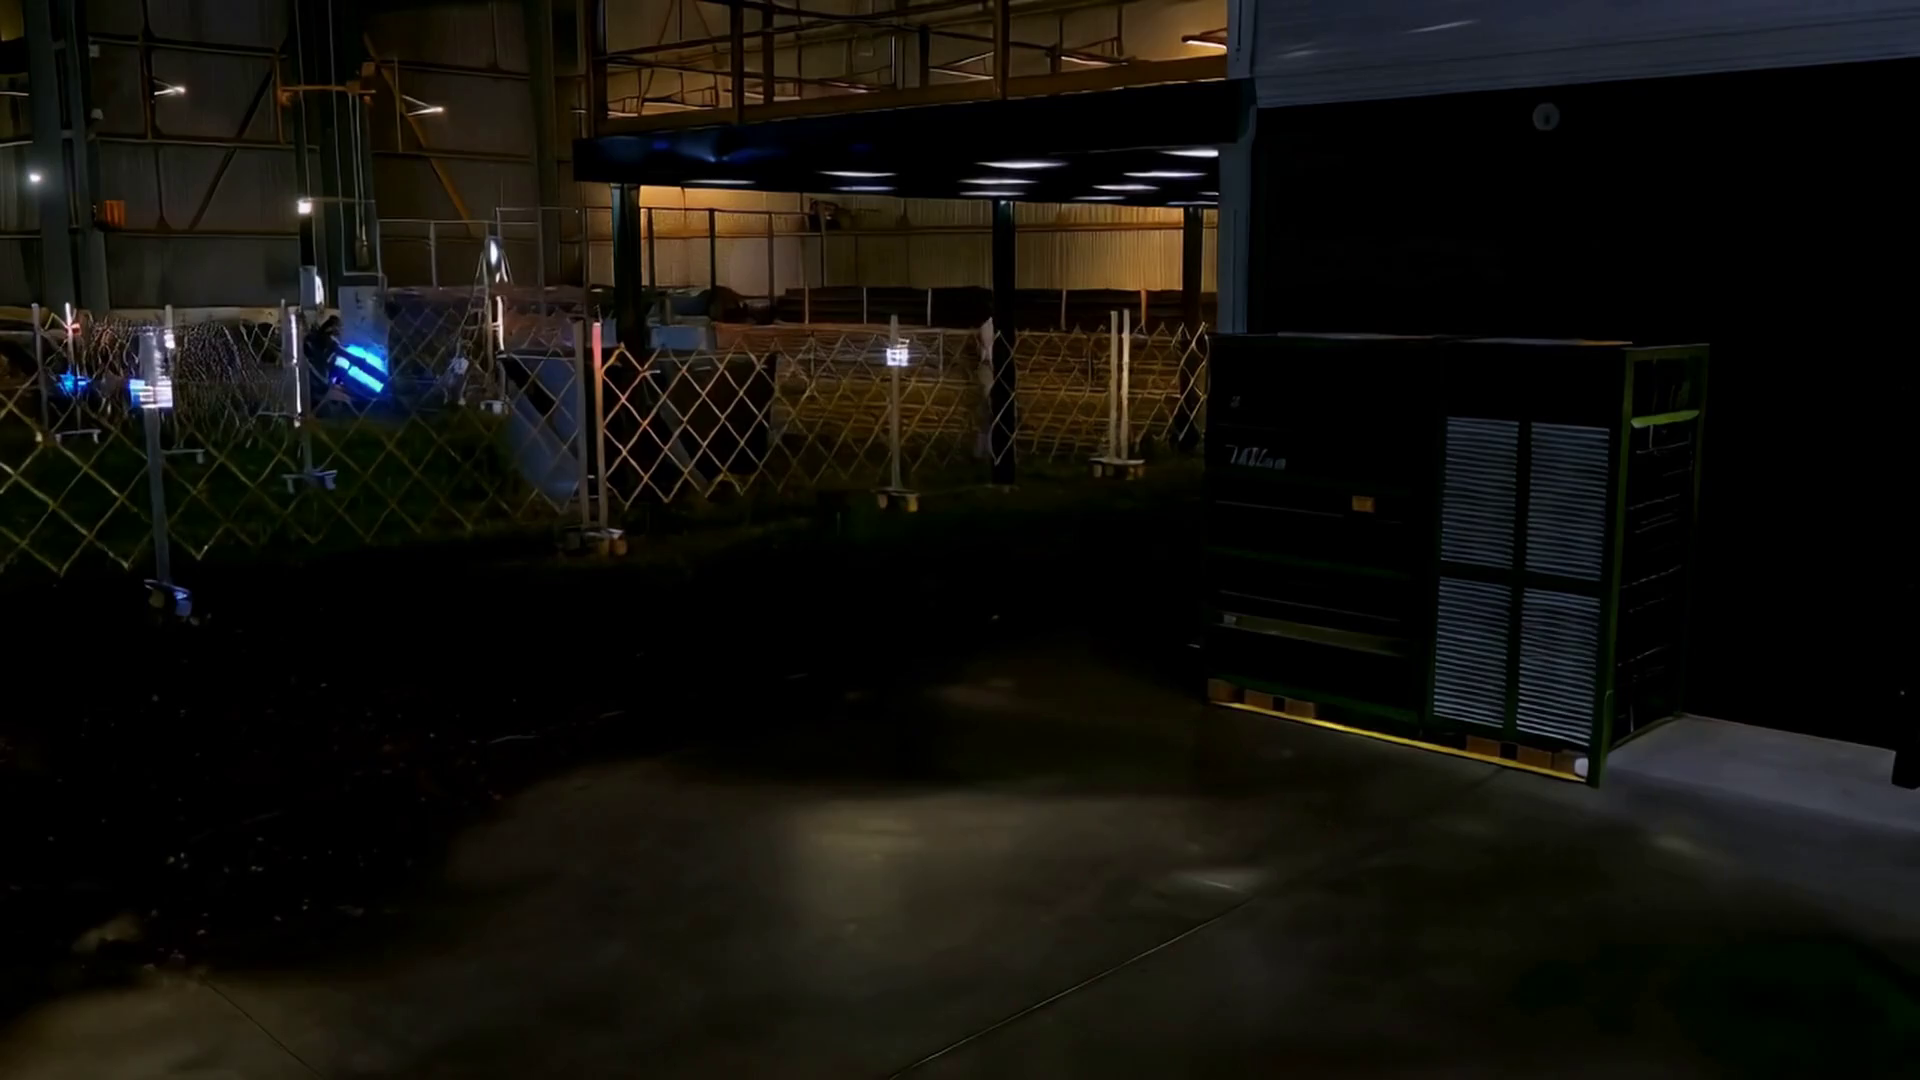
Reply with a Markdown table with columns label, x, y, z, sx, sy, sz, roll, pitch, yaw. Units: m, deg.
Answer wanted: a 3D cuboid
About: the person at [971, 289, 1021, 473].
| label | x | y | z | sx | sy | sz | roll | pitch | yaw |
| --- | --- | --- | --- | --- | --- | --- | --- | --- | --- |
| person | 0.371 | -1.624 | 17.013 | 0.439 | 1.889 | 0.575 | 1 | 9 | 8 |
